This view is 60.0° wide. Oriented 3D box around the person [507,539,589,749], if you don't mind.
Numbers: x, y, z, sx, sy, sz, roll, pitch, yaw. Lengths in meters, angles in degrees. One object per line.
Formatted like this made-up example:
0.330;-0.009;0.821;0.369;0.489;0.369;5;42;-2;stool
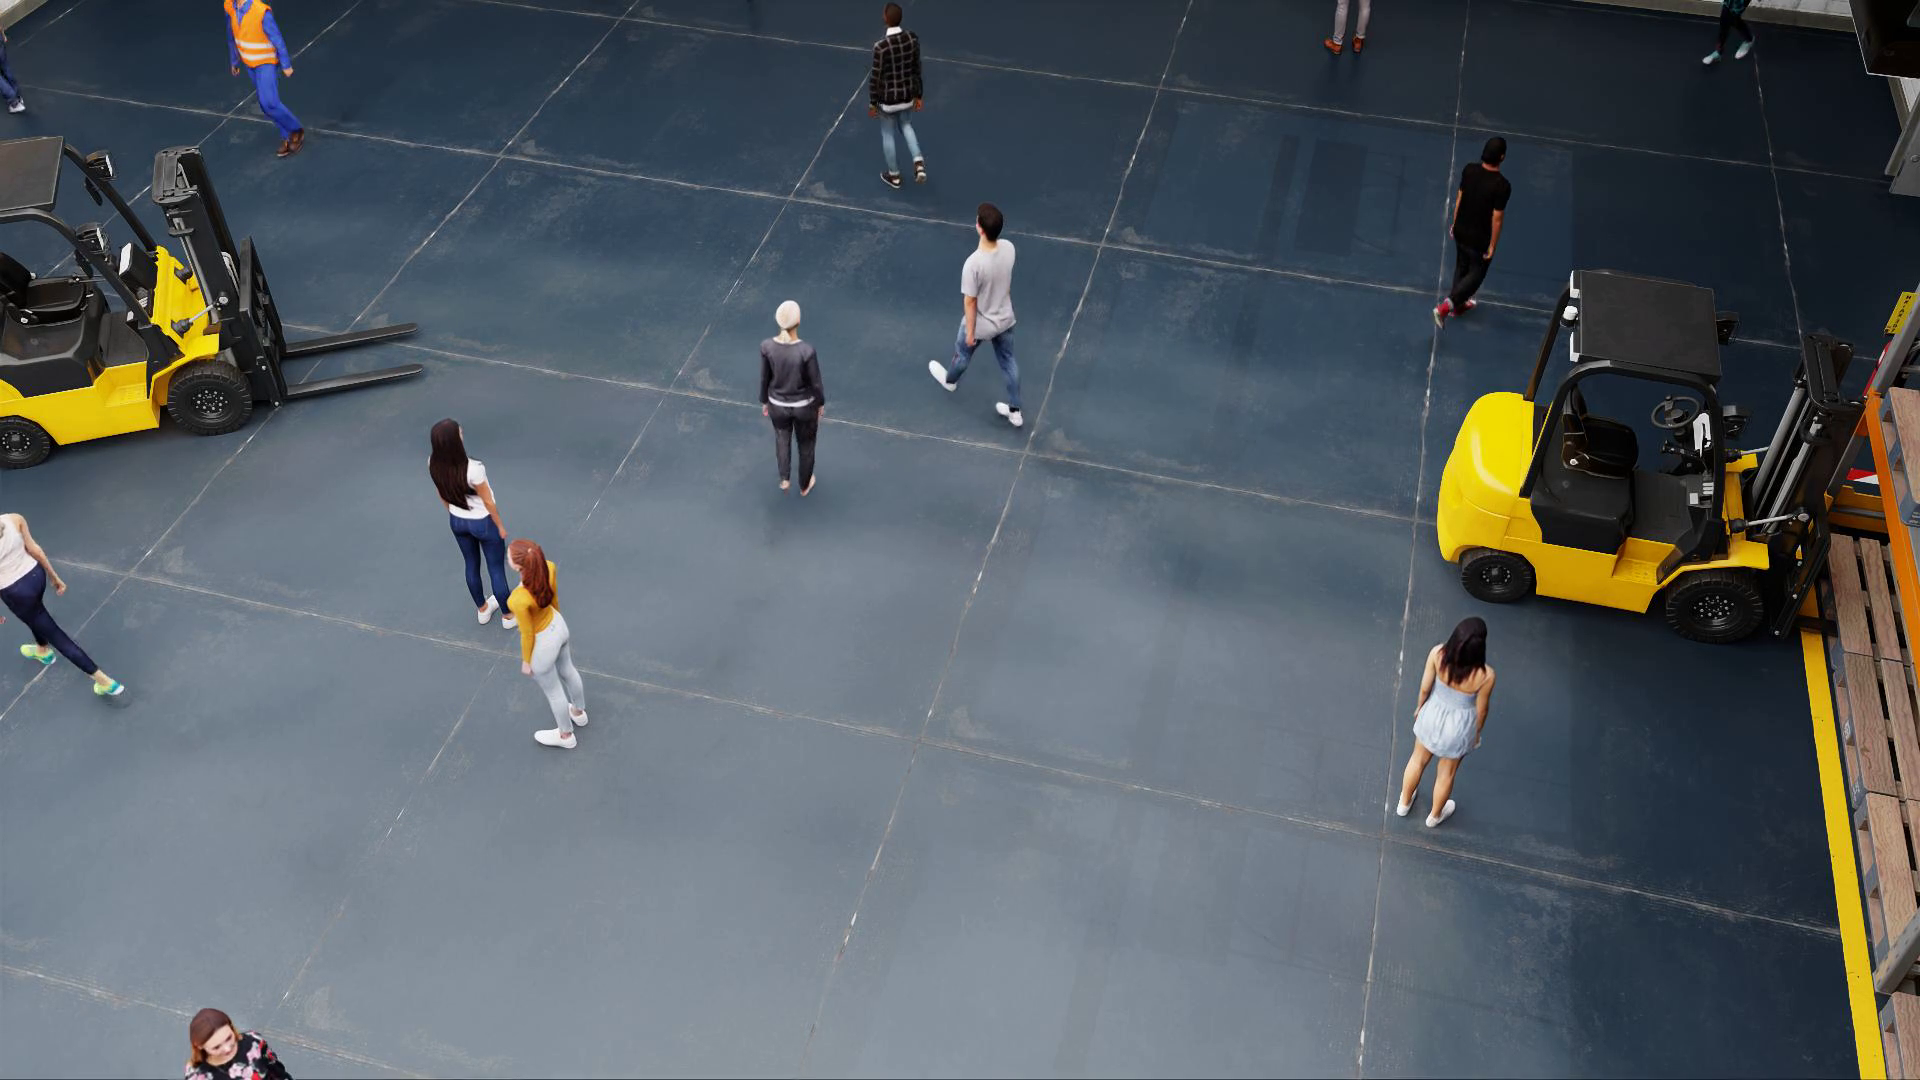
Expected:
-2.574;0.631;10.356;0.643;1.751;0.514;13;45;14;person

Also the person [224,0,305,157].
-6.535;-4.523;15.693;0.746;1.852;0.727;17;46;17;person

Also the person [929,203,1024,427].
0.284;-1.659;12.692;1.204;1.844;1.173;-31;51;-28;person

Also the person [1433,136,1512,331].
4.179;-2.487;13.635;1.045;1.742;0.939;-29;50;-27;person

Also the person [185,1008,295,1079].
-3.512;2.770;8.170;0.808;1.670;0.758;35;53;31;person

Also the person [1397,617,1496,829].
2.897;1.080;9.900;0.650;1.730;0.633;25;49;24;person

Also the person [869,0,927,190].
-0.542;-3.987;15.164;0.921;1.805;0.976;-24;49;-24;person

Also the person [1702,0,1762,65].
8.094;-5.706;16.976;0.903;1.794;0.847;-15;46;-15;person

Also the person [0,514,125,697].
-5.918;0.394;10.676;0.763;1.653;1.154;16;46;16;person

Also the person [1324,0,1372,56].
4.112;-5.913;17.166;0.766;1.831;0.711;-5;44;-5;person

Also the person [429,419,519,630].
-3.244;-0.098;11.104;0.613;1.775;0.557;16;46;16;person

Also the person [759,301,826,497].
-1.236;-0.960;12.053;0.648;1.715;0.636;7;44;7;person
